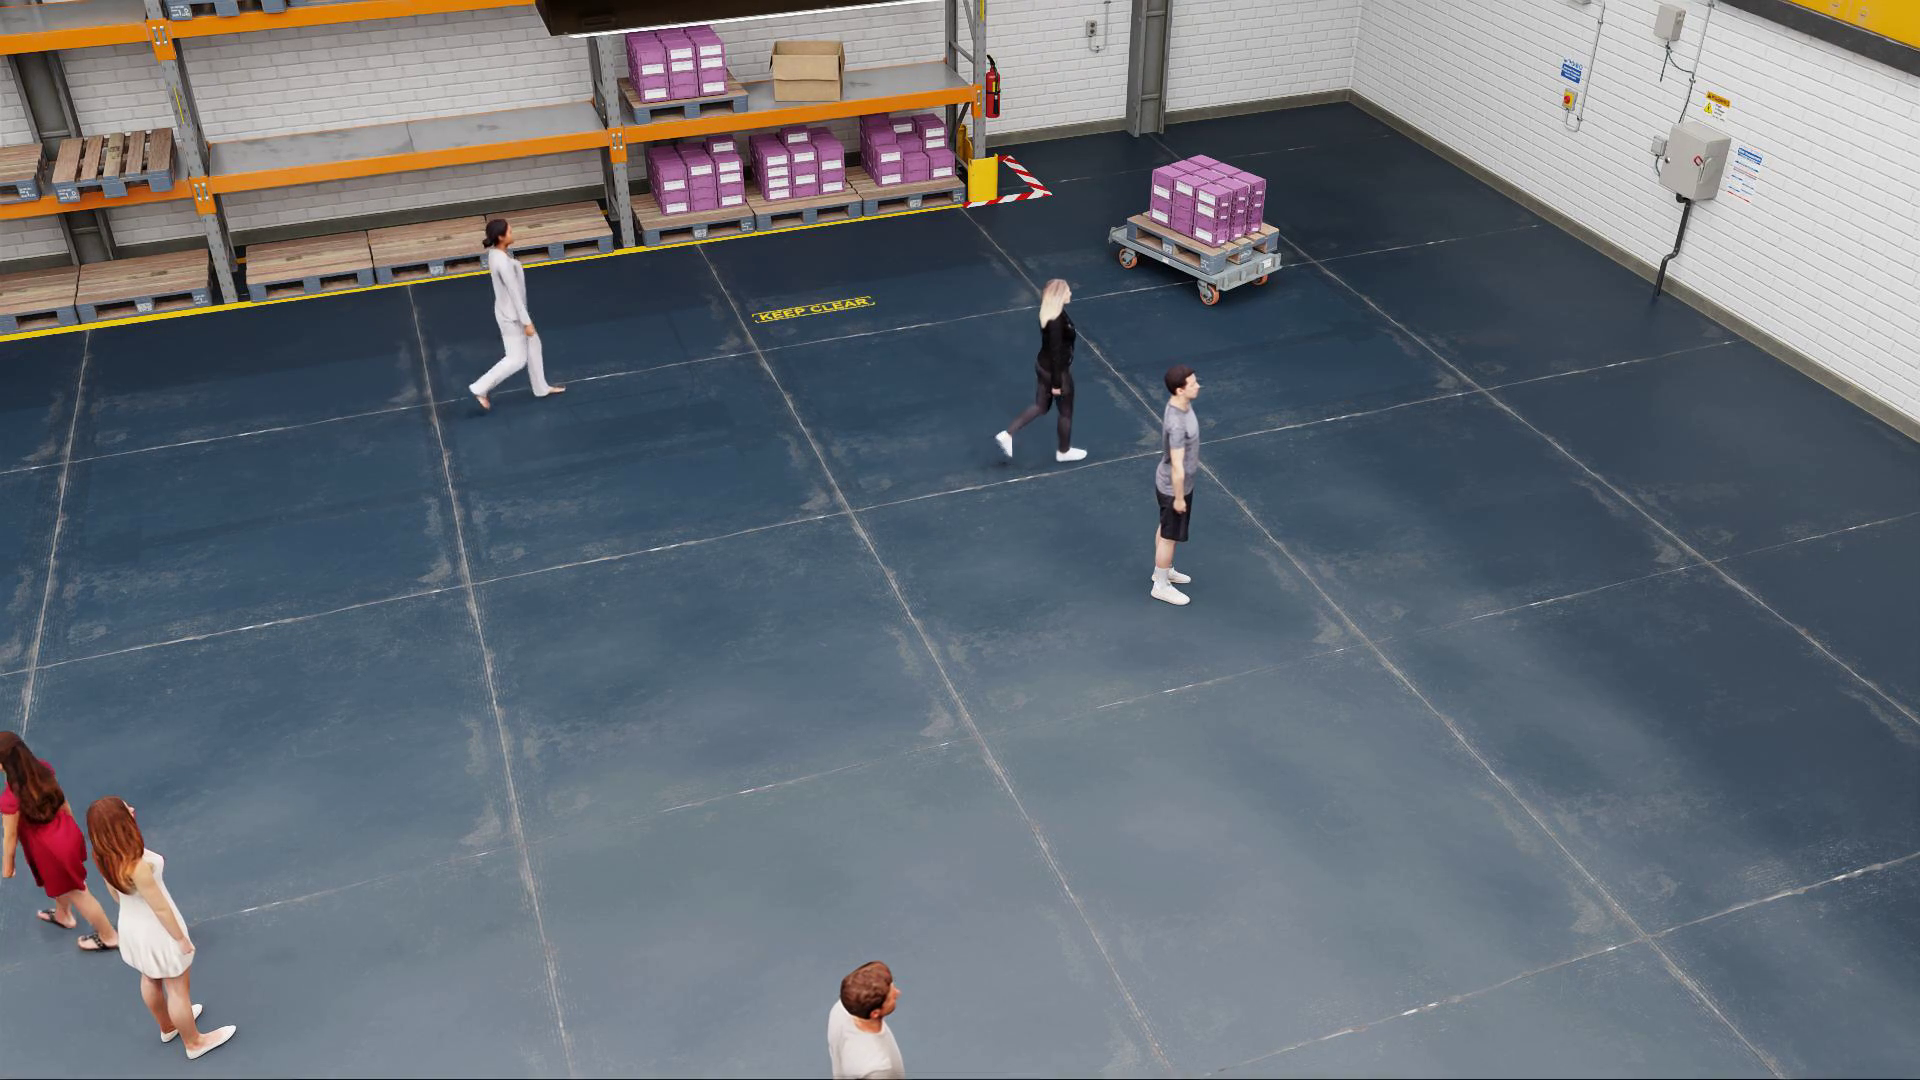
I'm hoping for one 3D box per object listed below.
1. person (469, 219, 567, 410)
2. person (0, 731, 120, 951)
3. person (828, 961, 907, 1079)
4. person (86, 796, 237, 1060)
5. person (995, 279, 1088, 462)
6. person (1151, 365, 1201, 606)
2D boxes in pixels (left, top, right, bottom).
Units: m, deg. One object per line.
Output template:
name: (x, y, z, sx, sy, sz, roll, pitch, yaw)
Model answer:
person: (-3.955, -1.924, 14.413, 1.036, 1.709, 0.624, -12, 35, -17)
person: (-4.932, 1.682, 9.147, 0.897, 1.531, 0.751, 3, 34, 4)
person: (-0.402, 2.594, 7.440, 0.580, 1.903, 0.657, -14, 36, -20)
person: (-4.161, 1.981, 8.535, 0.651, 1.712, 0.690, 20, 38, 27)
person: (0.669, -1.349, 13.588, 1.024, 1.665, 0.660, -8, 34, -12)
person: (1.544, -0.425, 12.011, 0.736, 1.871, 0.740, 5, 34, 8)
